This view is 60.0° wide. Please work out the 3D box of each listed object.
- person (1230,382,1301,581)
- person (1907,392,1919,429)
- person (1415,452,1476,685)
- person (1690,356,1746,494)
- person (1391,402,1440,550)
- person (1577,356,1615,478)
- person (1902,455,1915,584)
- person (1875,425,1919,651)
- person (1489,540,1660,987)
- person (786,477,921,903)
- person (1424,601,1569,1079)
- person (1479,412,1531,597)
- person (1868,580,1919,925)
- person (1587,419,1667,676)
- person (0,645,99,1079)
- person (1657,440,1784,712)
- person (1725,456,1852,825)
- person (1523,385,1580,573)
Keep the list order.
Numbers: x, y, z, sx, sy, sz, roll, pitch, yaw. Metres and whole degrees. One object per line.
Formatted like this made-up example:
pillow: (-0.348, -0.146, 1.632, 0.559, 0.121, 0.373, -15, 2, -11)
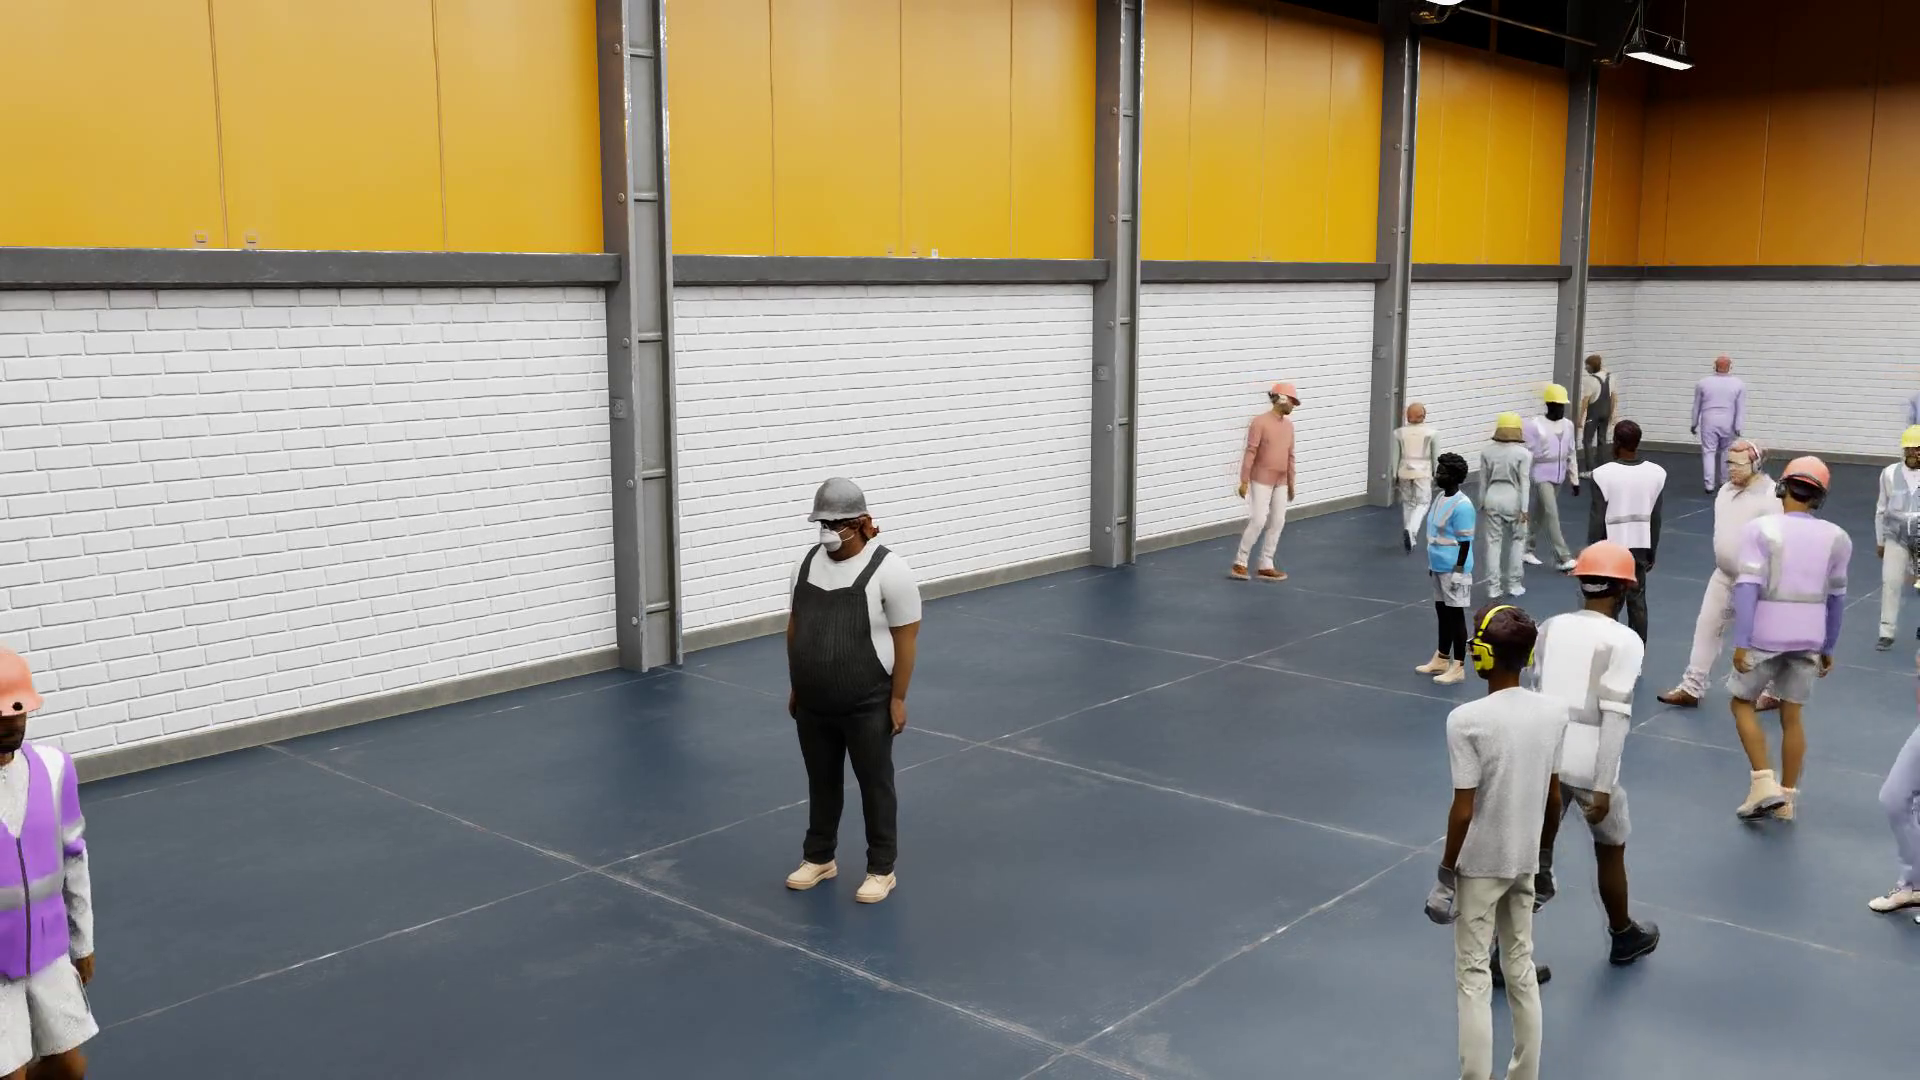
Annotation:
person: (3.017, -0.568, 16.288, 0.718, 1.935, 0.415, -7, 11, -37)
person: (11.727, -1.177, 20.166, 0.765, 1.914, 0.548, -6, 11, -31)
person: (3.568, 0.203, 12.157, 0.321, 1.697, 0.529, -1, 9, -5)
person: (10.399, -1.584, 22.862, 0.660, 1.865, 0.938, 4, 10, 21)
person: (4.891, -0.680, 17.945, 0.512, 1.613, 0.660, 6, 11, 31)
person: (9.323, -1.787, 24.323, 0.615, 1.810, 0.400, -3, 9, -16)
person: (9.390, -0.391, 16.133, 0.513, 1.616, 0.507, 5, 11, 30)
person: (7.655, -0.032, 13.326, 0.594, 1.801, 0.835, 8, 12, 40)
person: (2.630, 0.937, 7.022, 0.968, 1.864, 0.564, -5, 11, -31)
person: (-0.562, 0.708, 7.910, 0.685, 2.000, 0.535, 5, 10, 28)
person: (1.842, 1.138, 5.759, 0.533, 1.866, 0.315, -4, 10, -24)
person: (5.089, -0.334, 15.439, 0.512, 1.717, 0.584, 7, 12, 39)
person: (4.417, 0.910, 7.528, 0.561, 1.744, 0.552, 1, 9, 4)
person: (4.899, 0.069, 12.300, 0.593, 1.922, 0.392, -2, 9, -12)
person: (-2.902, 1.233, 5.004, 0.663, 1.918, 0.549, 5, 10, 30)
person: (5.221, 0.265, 11.261, 0.929, 1.862, 0.651, -3, 10, -18)
person: (4.509, 0.549, 9.070, 0.662, 1.992, 0.651, 0, 9, -2)
person: (6.006, -0.627, 16.803, 0.609, 1.870, 0.974, -4, 10, -26)
